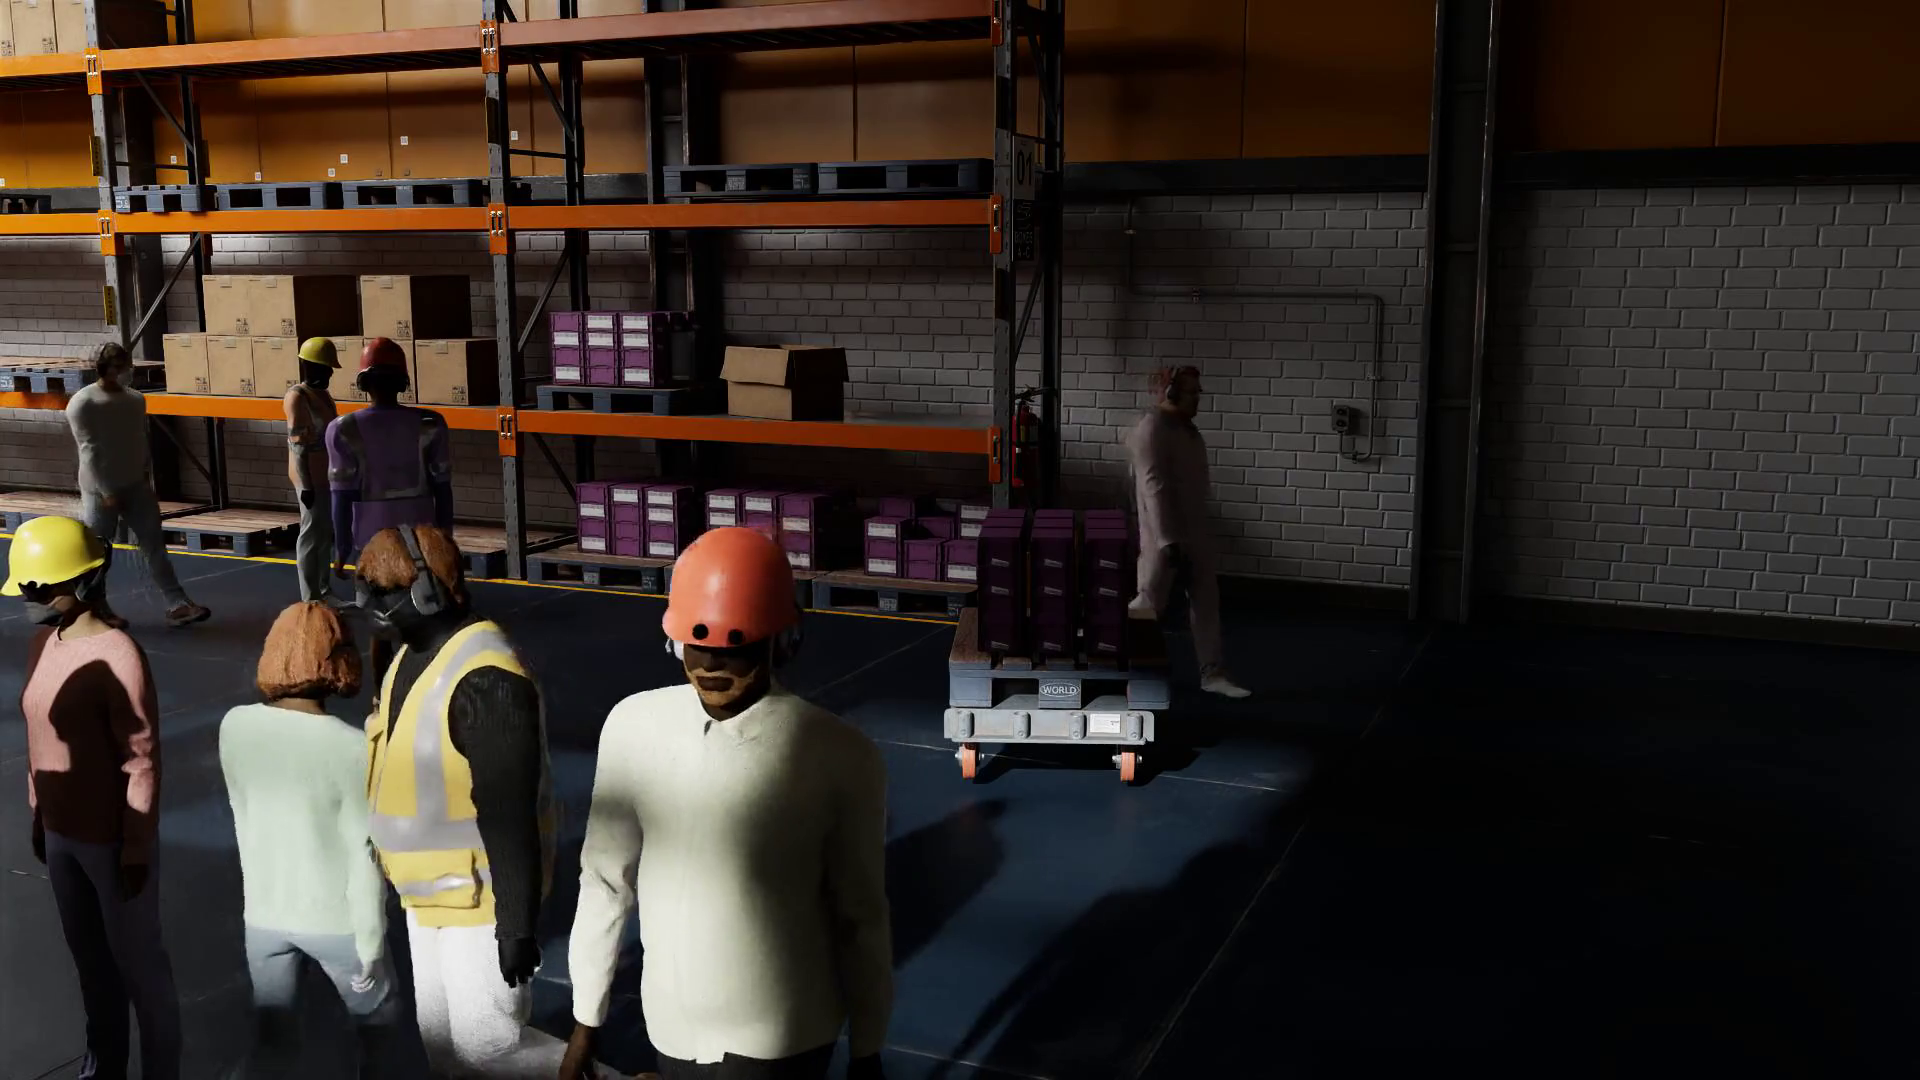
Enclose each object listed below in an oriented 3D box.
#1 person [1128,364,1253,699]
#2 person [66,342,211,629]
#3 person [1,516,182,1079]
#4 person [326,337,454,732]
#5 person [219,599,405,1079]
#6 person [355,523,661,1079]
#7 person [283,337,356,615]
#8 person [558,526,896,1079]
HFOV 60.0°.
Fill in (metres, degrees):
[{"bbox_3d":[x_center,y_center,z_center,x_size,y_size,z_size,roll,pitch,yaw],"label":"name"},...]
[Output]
[{"bbox_3d":[1.168,-0.051,9.294,0.893,1.867,0.644,7,12,35],"label":"person"},{"bbox_3d":[-5.400,-0.323,10.830,0.959,1.896,0.629,4,10,21],"label":"person"},{"bbox_3d":[-2.372,0.800,4.528,0.523,1.760,0.324,6,11,32],"label":"person"},{"bbox_3d":[-2.905,-0.010,8.524,0.605,2.045,0.383,-5,11,-27],"label":"person"},{"bbox_3d":[-1.636,0.948,4.098,0.496,1.601,0.726,3,10,17],"label":"person"},{"bbox_3d":[-1.106,0.846,4.119,0.671,1.814,0.673,-7,12,-35],"label":"person"},{"bbox_3d":[-4.394,-0.431,11.424,0.379,1.918,0.585,0,9,-2],"label":"person"},{"bbox_3d":[-0.411,0.909,3.332,0.624,1.959,0.977,4,10,25],"label":"person"}]
